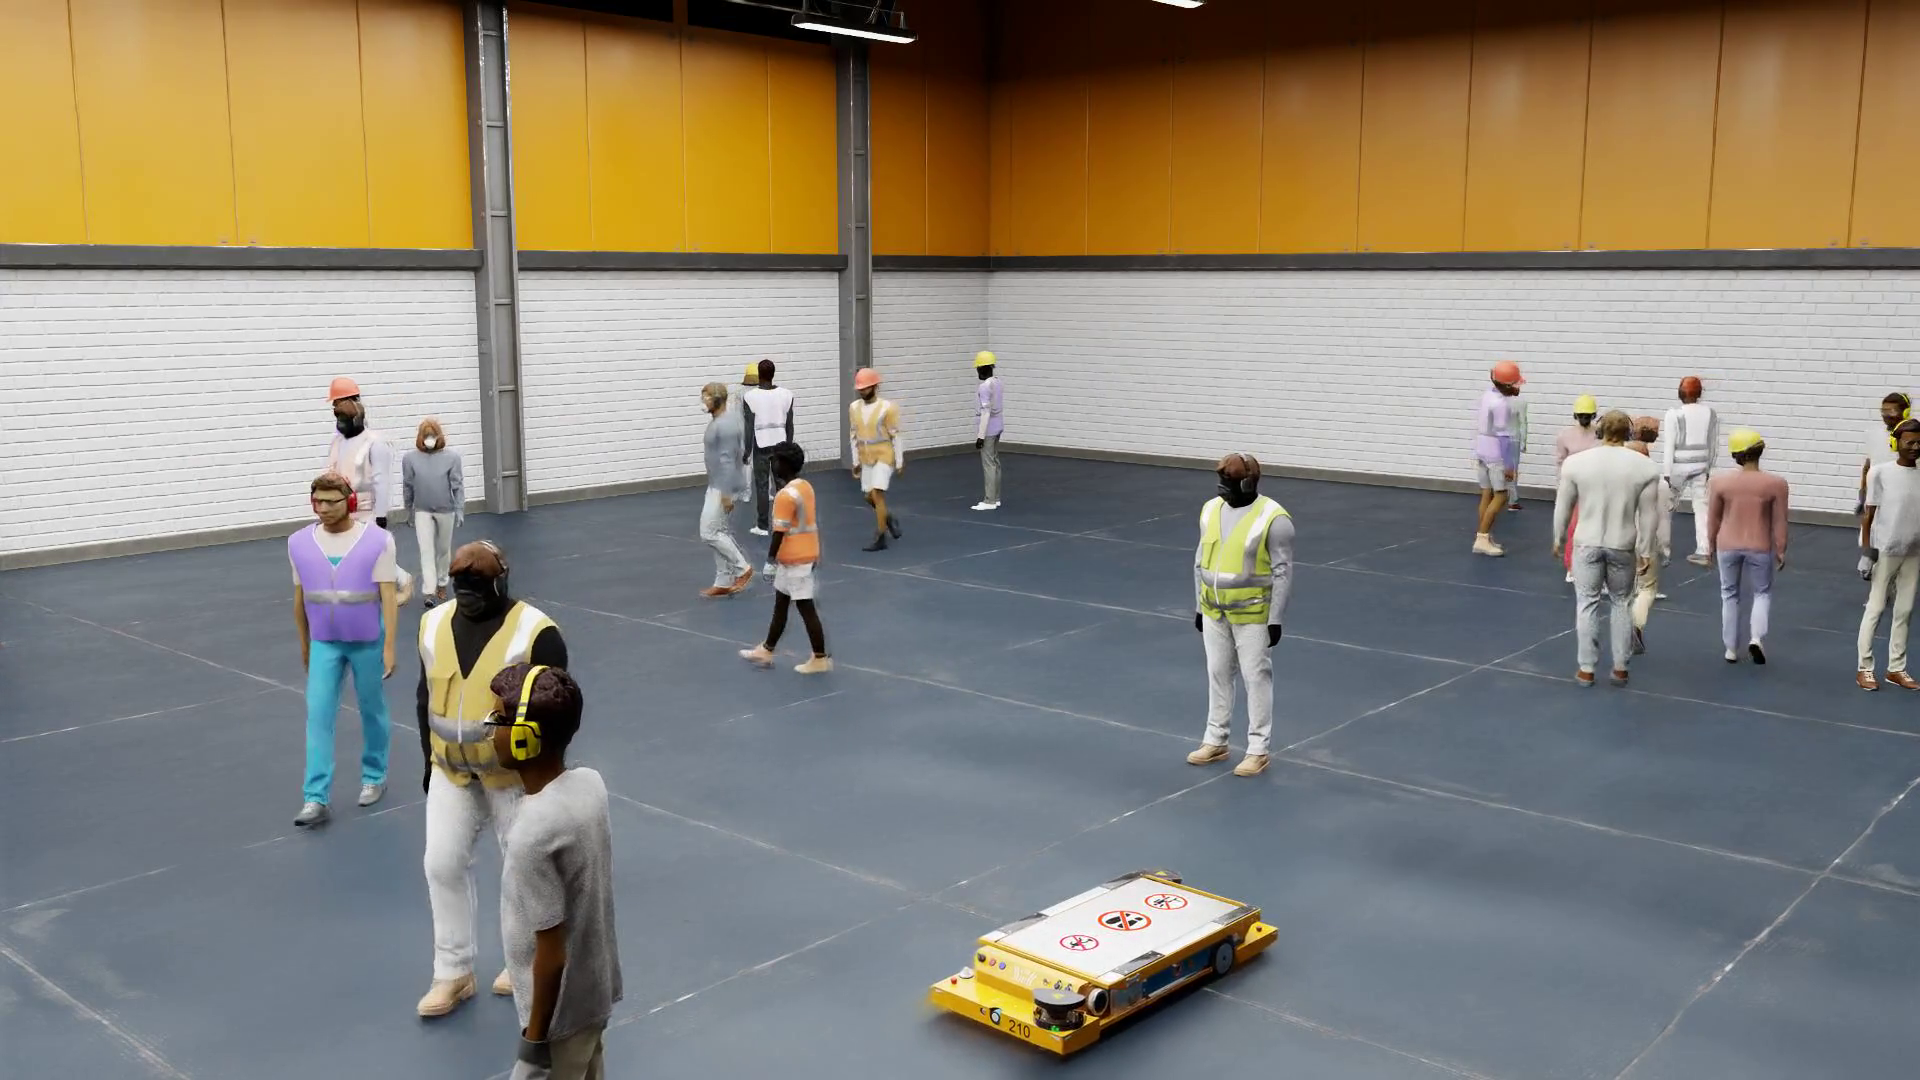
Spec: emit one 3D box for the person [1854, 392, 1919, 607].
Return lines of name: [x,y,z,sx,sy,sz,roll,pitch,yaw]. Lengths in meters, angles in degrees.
person: [7.982,-0.346,14.248,0.529,1.844,0.548,-5,10,-28]

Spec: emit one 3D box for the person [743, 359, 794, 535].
person: [-2.089,-1.008,18.173,0.588,1.919,0.392,-5,10,-30]

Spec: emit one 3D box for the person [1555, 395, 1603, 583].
person: [5.853,-0.506,15.603,0.527,1.742,0.800,3,9,17]

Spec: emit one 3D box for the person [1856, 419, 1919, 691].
person: [6.417,0.102,11.357,0.538,1.869,0.313,0,9,-3]

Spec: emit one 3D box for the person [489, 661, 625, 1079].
person: [-1.040,1.229,4.275,0.331,1.872,0.513,1,9,4]

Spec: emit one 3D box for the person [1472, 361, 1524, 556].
person: [5.401,-0.827,16.862,0.415,1.988,0.694,0,9,0]

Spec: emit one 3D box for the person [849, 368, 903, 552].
person: [-0.826,-0.849,17.240,0.555,1.902,0.742,6,11,32]

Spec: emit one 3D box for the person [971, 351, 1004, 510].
person: [0.333,-1.321,20.109,0.366,1.928,0.585,3,9,18]

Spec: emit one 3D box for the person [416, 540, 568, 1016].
person: [-1.855,0.918,6.380,0.659,1.819,0.703,2,9,12]

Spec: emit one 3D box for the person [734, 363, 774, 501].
person: [-2.573,-1.348,20.853,0.484,1.745,0.293,0,9,1]

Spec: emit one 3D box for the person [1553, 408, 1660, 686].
person: [4.440,0.050,11.483,0.649,1.930,0.464,2,9,13]

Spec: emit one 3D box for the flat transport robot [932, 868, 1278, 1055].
flat transport robot: [0.615,1.644,6.675,0.652,0.197,1.431,8,12,42]

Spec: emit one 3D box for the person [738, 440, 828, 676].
person: [-1.285,0.132,11.771,0.794,1.660,0.557,2,9,10]

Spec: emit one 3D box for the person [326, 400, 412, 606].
person: [-4.886,-0.248,13.678,0.626,1.829,0.635,4,10,26]

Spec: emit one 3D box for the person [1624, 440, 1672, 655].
person: [4.977,0.071,12.316,0.528,1.613,0.456,6,11,35]

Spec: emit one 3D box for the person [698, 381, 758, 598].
person: [-2.099,-0.425,14.500,0.448,1.920,0.647,-3,9,-17]

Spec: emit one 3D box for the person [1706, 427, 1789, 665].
person: [5.682,0.053,12.044,0.549,1.745,0.452,4,10,26]

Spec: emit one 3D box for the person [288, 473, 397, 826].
person: [-3.213,0.567,8.629,0.571,1.812,0.872,-1,9,-5]

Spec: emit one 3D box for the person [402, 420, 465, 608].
person: [-4.510,-0.230,14.273,0.509,1.585,0.857,-2,9,-15]

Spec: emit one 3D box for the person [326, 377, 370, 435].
person: [-5.430,-0.489,14.862,0.365,1.934,0.544,-4,10,-22]

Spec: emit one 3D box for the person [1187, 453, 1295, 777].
person: [1.580,0.417,9.471,0.430,1.840,0.625,-8,12,-42]

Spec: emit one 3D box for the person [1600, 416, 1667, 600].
person: [5.918,-0.274,14.530,0.692,1.610,0.510,1,9,7]

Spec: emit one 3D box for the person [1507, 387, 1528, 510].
person: [6.606,-1.174,20.102,0.498,1.633,0.283,7,12,39]

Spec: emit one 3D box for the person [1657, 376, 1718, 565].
person: [7.212,-0.710,16.566,0.609,1.829,0.988,-1,9,-7]
